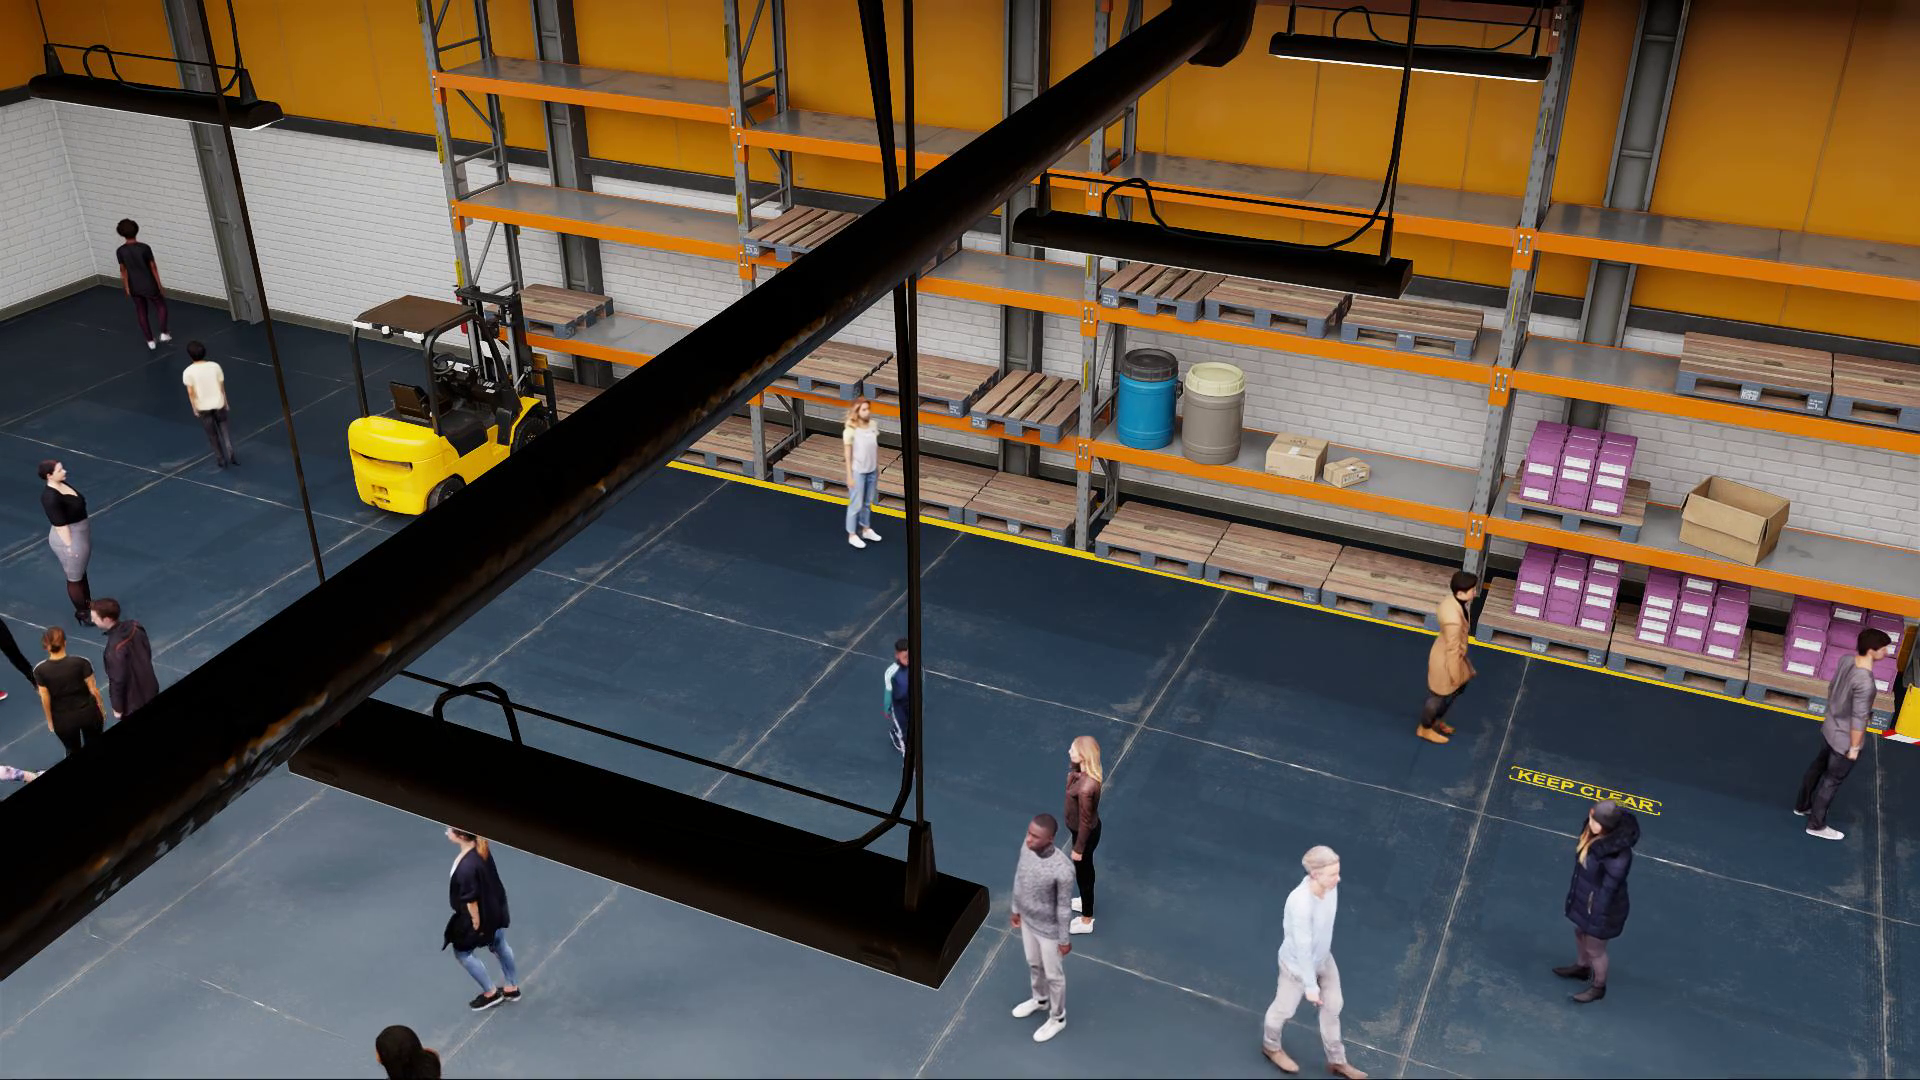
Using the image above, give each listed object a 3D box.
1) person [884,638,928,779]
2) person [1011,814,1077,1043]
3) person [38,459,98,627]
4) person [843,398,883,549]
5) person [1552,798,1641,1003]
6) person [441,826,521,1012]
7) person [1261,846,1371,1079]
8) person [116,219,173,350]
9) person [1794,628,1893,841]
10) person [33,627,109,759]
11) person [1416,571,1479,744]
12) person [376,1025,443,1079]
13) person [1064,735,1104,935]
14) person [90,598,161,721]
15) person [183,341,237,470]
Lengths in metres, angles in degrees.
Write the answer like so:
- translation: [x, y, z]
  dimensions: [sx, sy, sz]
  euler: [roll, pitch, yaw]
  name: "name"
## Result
- translation: [-0.495, 1.358, 14.285]
  dimensions: [0.839, 1.226, 0.958]
  euler: [-14, 31, -23]
  name: "person"
- translation: [0.592, 2.604, 11.368]
  dimensions: [0.815, 1.832, 0.662]
  euler: [-20, 34, -32]
  name: "person"
- translation: [-8.680, 0.007, 16.205]
  dimensions: [0.828, 1.760, 0.776]
  euler: [-9, 30, -15]
  name: "person"
- translation: [-1.045, -0.727, 17.594]
  dimensions: [0.660, 1.719, 0.688]
  euler: [24, 37, 37]
  name: "person"
- translation: [4.502, 2.516, 11.698]
  dimensions: [0.789, 1.670, 0.777]
  euler: [0, 29, 0]
  name: "person"
- translation: [-3.239, 2.582, 11.576]
  dimensions: [0.769, 1.673, 0.727]
  euler: [3, 29, 6]
  name: "person"
- translation: [2.216, 2.772, 11.022]
  dimensions: [0.875, 1.869, 1.060]
  euler: [-25, 37, -38]
  name: "person"
- translation: [-11.070, -3.437, 22.514]
  dimensions: [0.765, 1.764, 0.832]
  euler: [-8, 30, -14]
  name: "person"
- translation: [7.079, 1.520, 13.336]
  dimensions: [0.651, 1.851, 0.737]
  euler: [3, 29, 5]
  name: "person"
- translation: [-7.230, 1.483, 13.607]
  dimensions: [0.819, 1.657, 0.873]
  euler: [-10, 30, -18]
  name: "person"
- translation: [4.151, 1.002, 14.430]
  dimensions: [0.687, 1.713, 0.689]
  euler: [9, 30, 16]
  name: "person"
- translation: [-3.130, 3.527, 9.694]
  dimensions: [0.734, 1.815, 0.757]
  euler: [3, 29, 5]
  name: "person"
- translation: [0.923, 2.163, 12.310]
  dimensions: [0.599, 1.704, 0.661]
  euler: [4, 29, 7]
  name: "person"
- translation: [-6.709, 1.293, 13.709]
  dimensions: [0.988, 1.893, 0.893]
  euler: [1, 29, 2]
  name: "person"
- translation: [-8.632, -1.529, 19.209]
  dimensions: [0.702, 1.579, 0.721]
  euler: [-21, 35, -33]
  name: "person"
